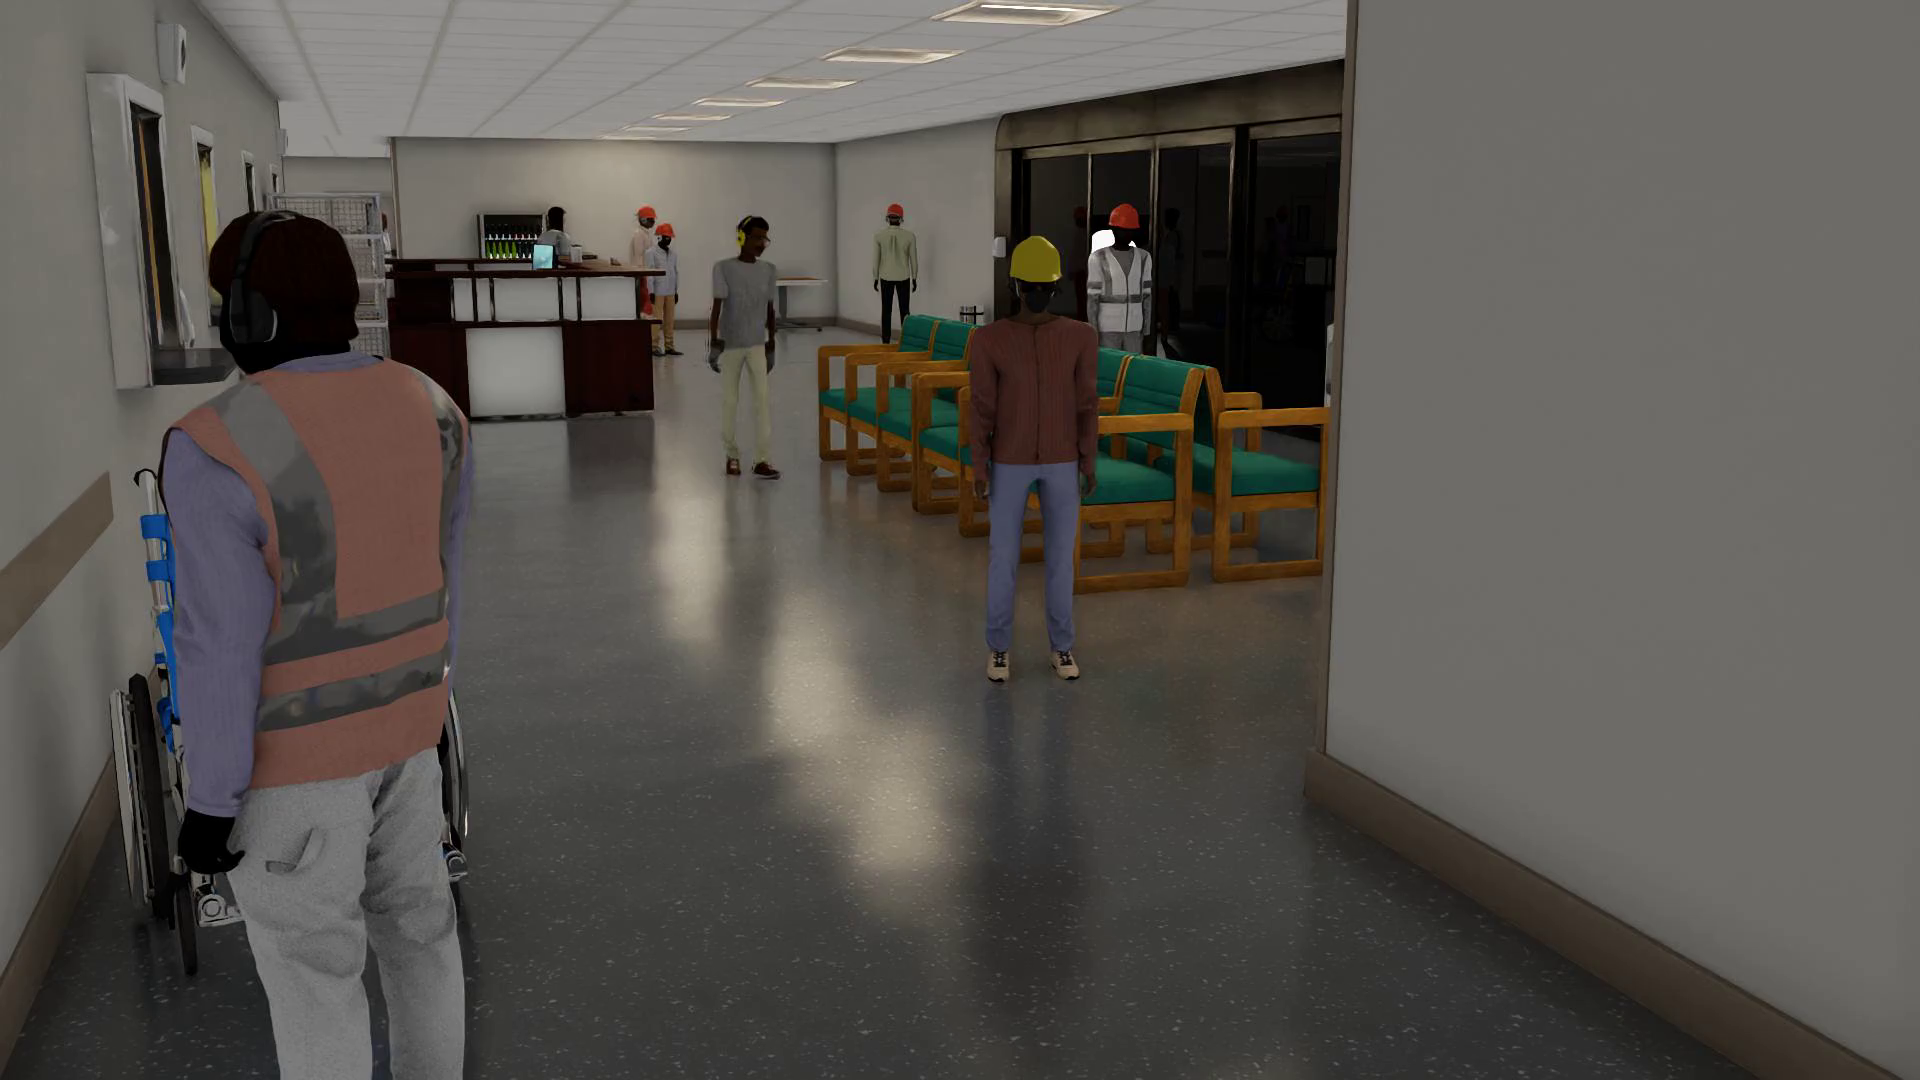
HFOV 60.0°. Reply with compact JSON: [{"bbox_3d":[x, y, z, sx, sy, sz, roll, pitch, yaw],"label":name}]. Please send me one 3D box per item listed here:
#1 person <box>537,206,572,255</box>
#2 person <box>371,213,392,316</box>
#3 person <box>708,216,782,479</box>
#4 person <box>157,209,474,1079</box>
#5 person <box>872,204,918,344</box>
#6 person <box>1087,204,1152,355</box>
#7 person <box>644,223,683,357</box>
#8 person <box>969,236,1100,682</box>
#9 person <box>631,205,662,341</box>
[{"bbox_3d":[-5.591,-3.651,23.170,0.613,1.964,0.361,7,13,31],"label":"person"},{"bbox_3d":[-10.504,-4.990,30.253,0.337,1.882,0.584,1,11,5],"label":"person"},{"bbox_3d":[-1.491,-1.318,11.571,0.580,1.825,0.875,-5,12,-23],"label":"person"},{"bbox_3d":[-1.125,0.357,2.926,0.429,1.844,0.624,4,12,22],"label":"person"},{"bbox_3d":[-0.891,-3.616,22.914,0.624,1.992,0.386,0,11,0],"label":"person"},{"bbox_3d":[1.289,-1.707,13.306,0.546,1.929,0.393,-4,12,-18],"label":"person"},{"bbox_3d":[-3.877,-3.279,21.834,0.352,1.743,0.564,7,13,33],"label":"person"},{"bbox_3d":[0.293,-0.304,6.539,0.518,1.756,0.344,-2,11,-10],"label":"person"},{"bbox_3d":[-4.601,-3.907,24.436,0.458,1.978,0.660,0,11,-1],"label":"person"}]
